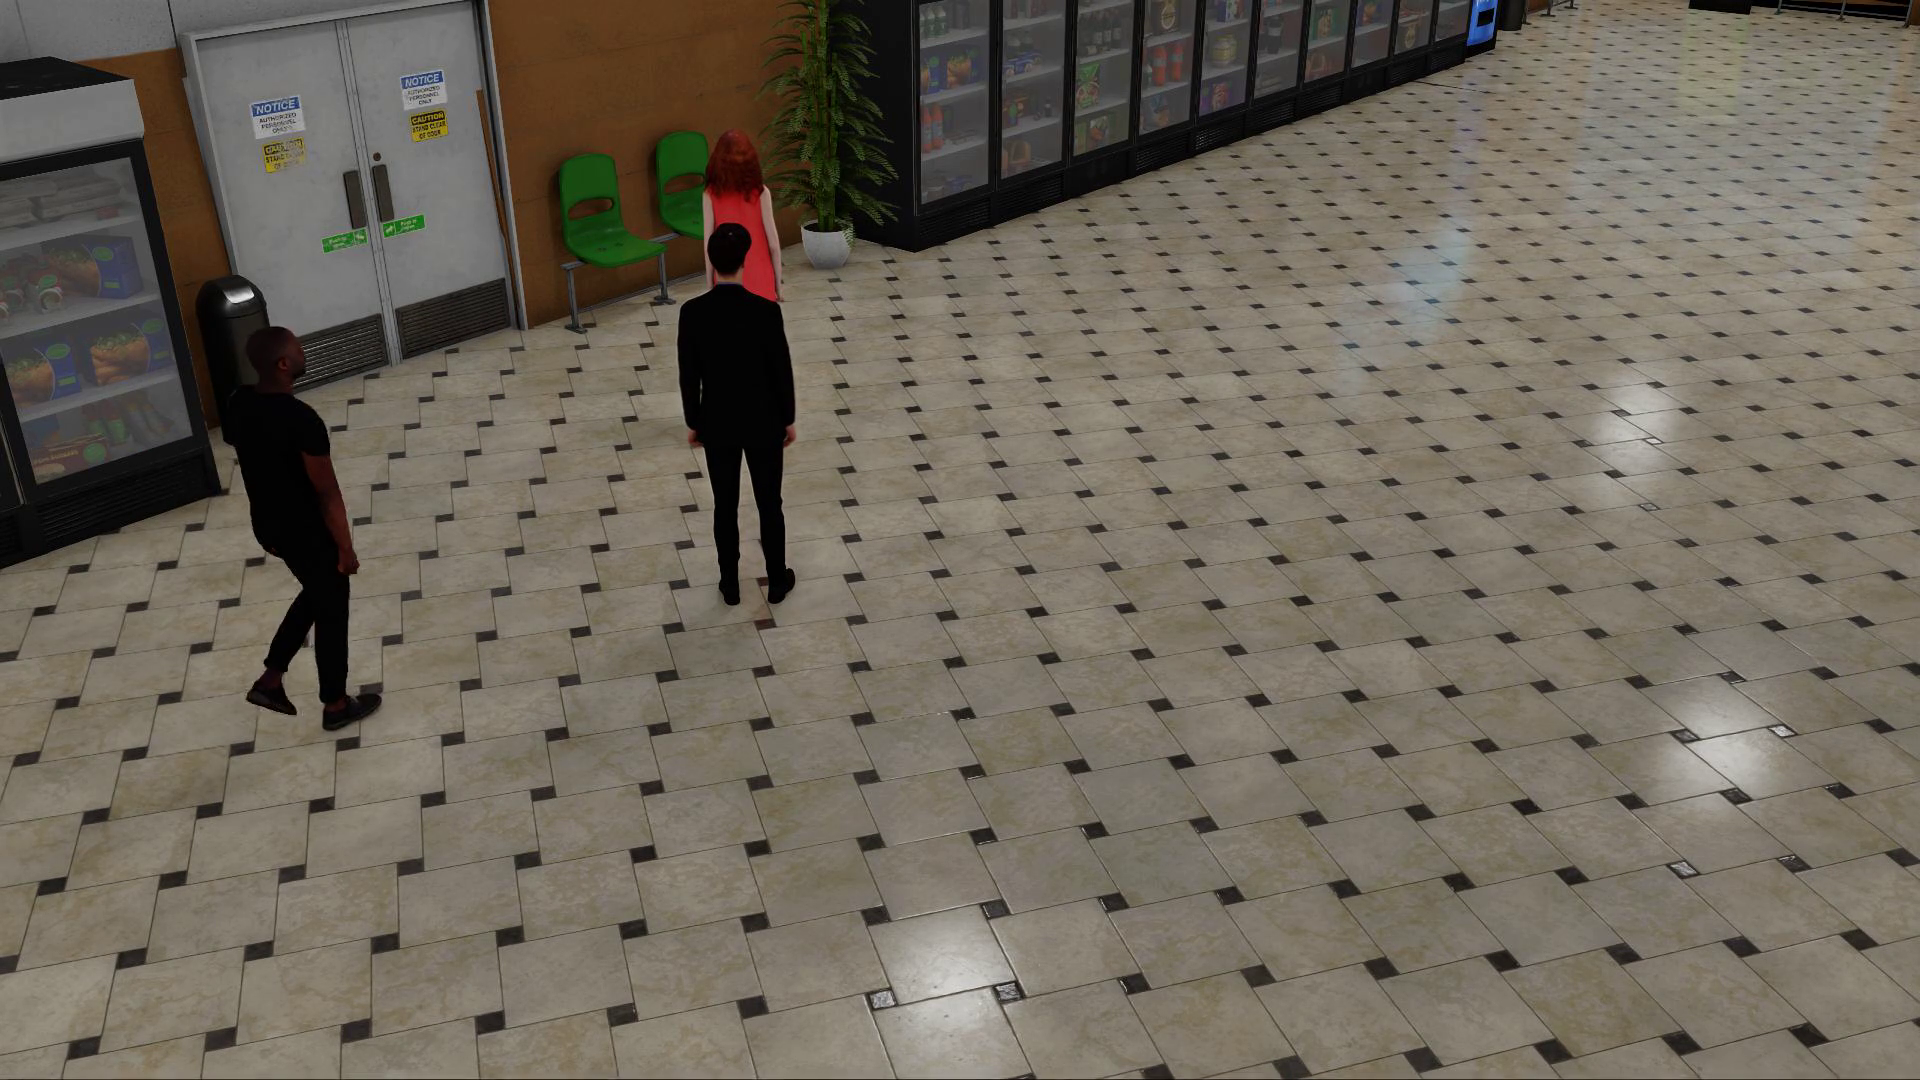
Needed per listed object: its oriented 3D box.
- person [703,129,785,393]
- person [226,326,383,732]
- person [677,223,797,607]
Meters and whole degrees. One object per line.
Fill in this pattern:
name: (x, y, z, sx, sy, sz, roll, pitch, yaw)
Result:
person: (-1.273, -1.506, 9.811, 0.647, 1.828, 0.732, 1, 27, 1)
person: (-2.771, 0.020, 6.822, 0.726, 1.811, 0.745, 19, 32, 32)
person: (-1.042, -0.570, 7.892, 0.773, 1.894, 0.849, 0, 27, 0)
